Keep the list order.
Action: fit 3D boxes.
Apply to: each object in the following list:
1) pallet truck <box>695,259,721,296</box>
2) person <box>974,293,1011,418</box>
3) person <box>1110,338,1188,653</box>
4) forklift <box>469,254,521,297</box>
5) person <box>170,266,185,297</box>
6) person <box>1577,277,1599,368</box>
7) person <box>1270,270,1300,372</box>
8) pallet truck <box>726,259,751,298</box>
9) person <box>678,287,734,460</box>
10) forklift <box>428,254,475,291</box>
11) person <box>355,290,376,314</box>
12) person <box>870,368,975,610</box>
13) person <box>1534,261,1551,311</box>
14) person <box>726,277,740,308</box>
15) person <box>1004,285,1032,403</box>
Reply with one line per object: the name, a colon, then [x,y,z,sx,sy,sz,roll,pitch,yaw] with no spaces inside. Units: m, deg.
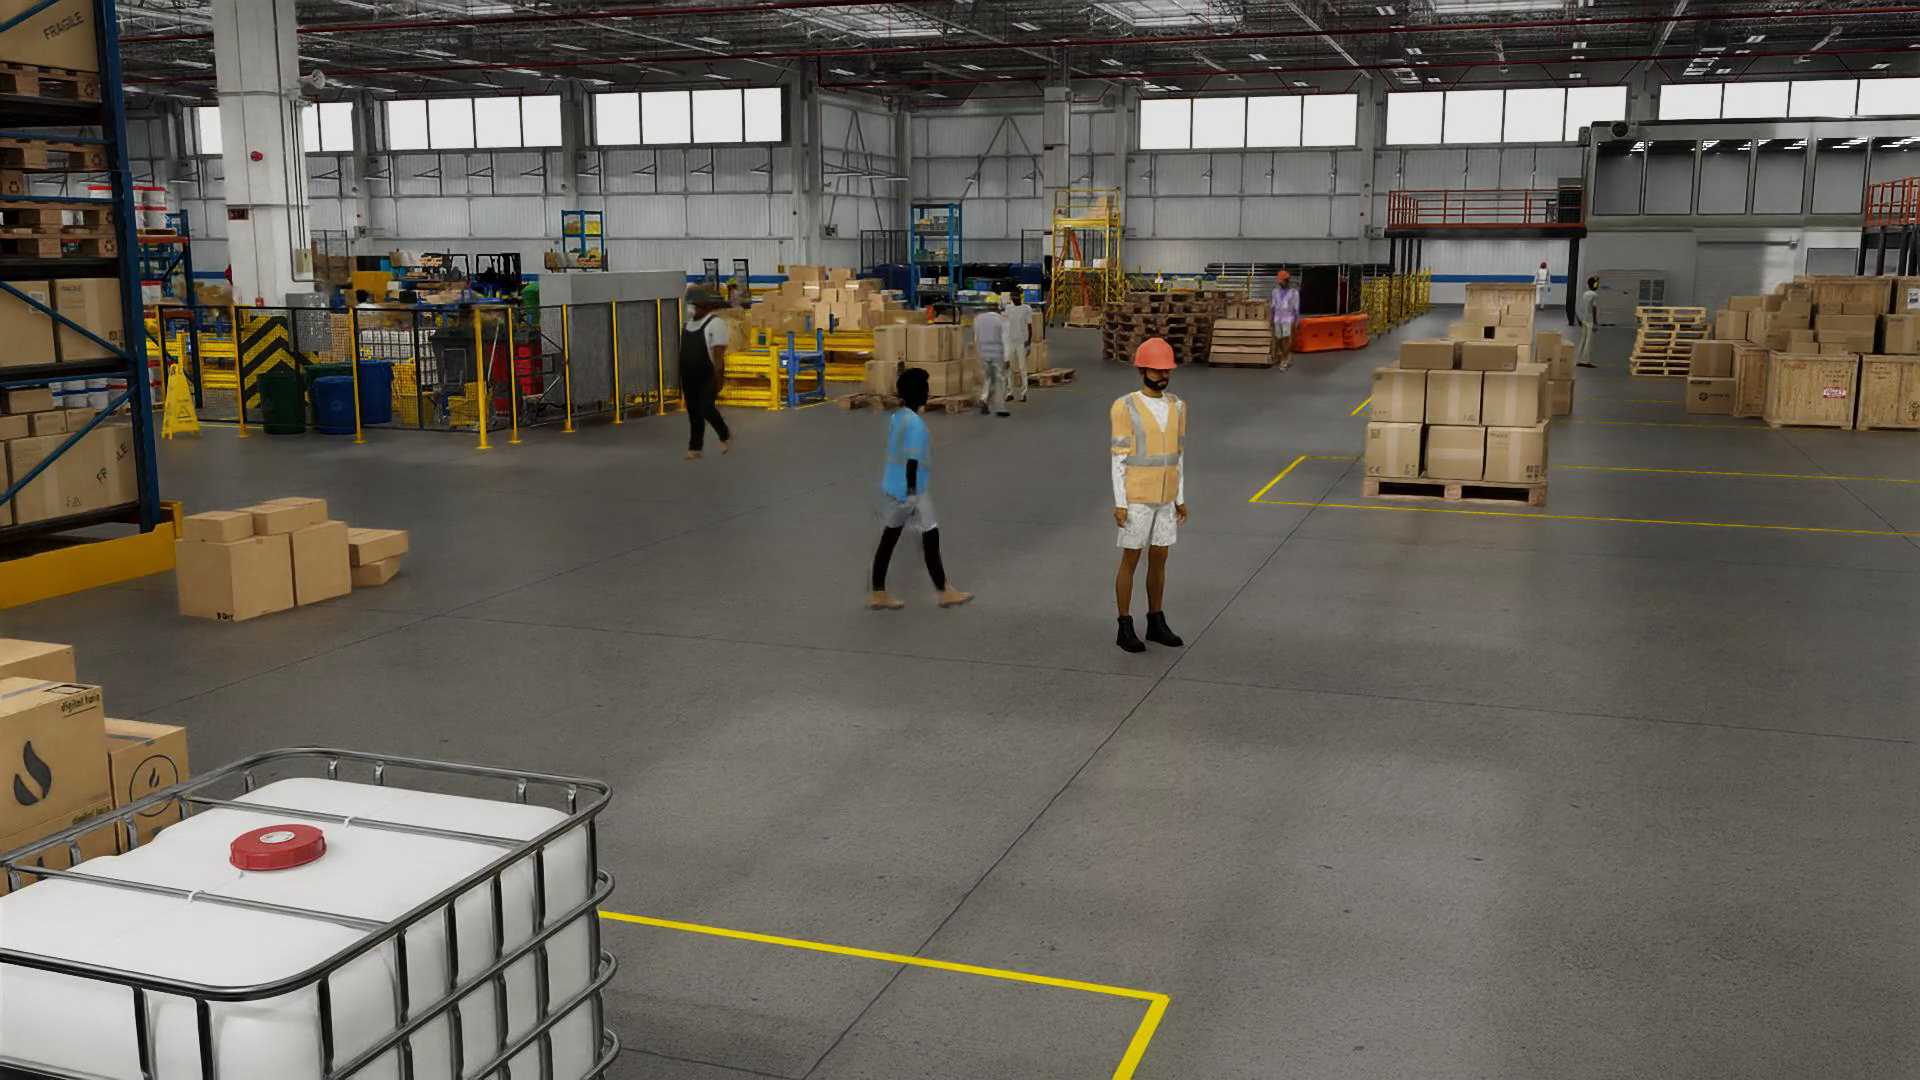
pallet truck: [-9.165,-9.627,62.776,0.823,1.965,1.885,4,11,23]
person: [0.497,-2.674,24.142,0.609,1.807,0.429,6,12,30]
person: [1.183,-0.278,10.293,0.544,1.939,0.354,-6,12,-31]
forklift: [-17.990,-10.121,64.684,1.157,1.987,2.680,3,11,17]
person: [-26.980,-8.597,57.506,0.611,1.807,0.631,2,10,13]
person: [12.861,-4.439,33.958,0.325,1.860,0.518,-2,10,-9]
person: [6.508,-4.387,33.221,0.636,2.014,0.800,9,13,40]
pallet truck: [-7.986,-9.493,62.019,0.823,1.965,1.885,3,11,17]
person: [-3.028,-1.944,19.383,0.708,2.000,0.574,8,13,38]
forklift: [-20.133,-10.254,65.465,1.157,1.987,2.680,3,11,19]
person: [-11.400,-3.956,31.803,0.878,1.646,0.560,4,11,21]
person: [-0.264,-0.345,11.391,0.814,1.662,0.546,-3,11,-18]
person: [22.070,-9.614,63.038,0.603,1.875,0.424,3,11,17]
person: [-5.278,-5.224,38.680,0.583,1.745,0.550,-2,10,-12]
person: [0.899,-3.118,26.496,0.510,1.865,0.329,5,11,28]
